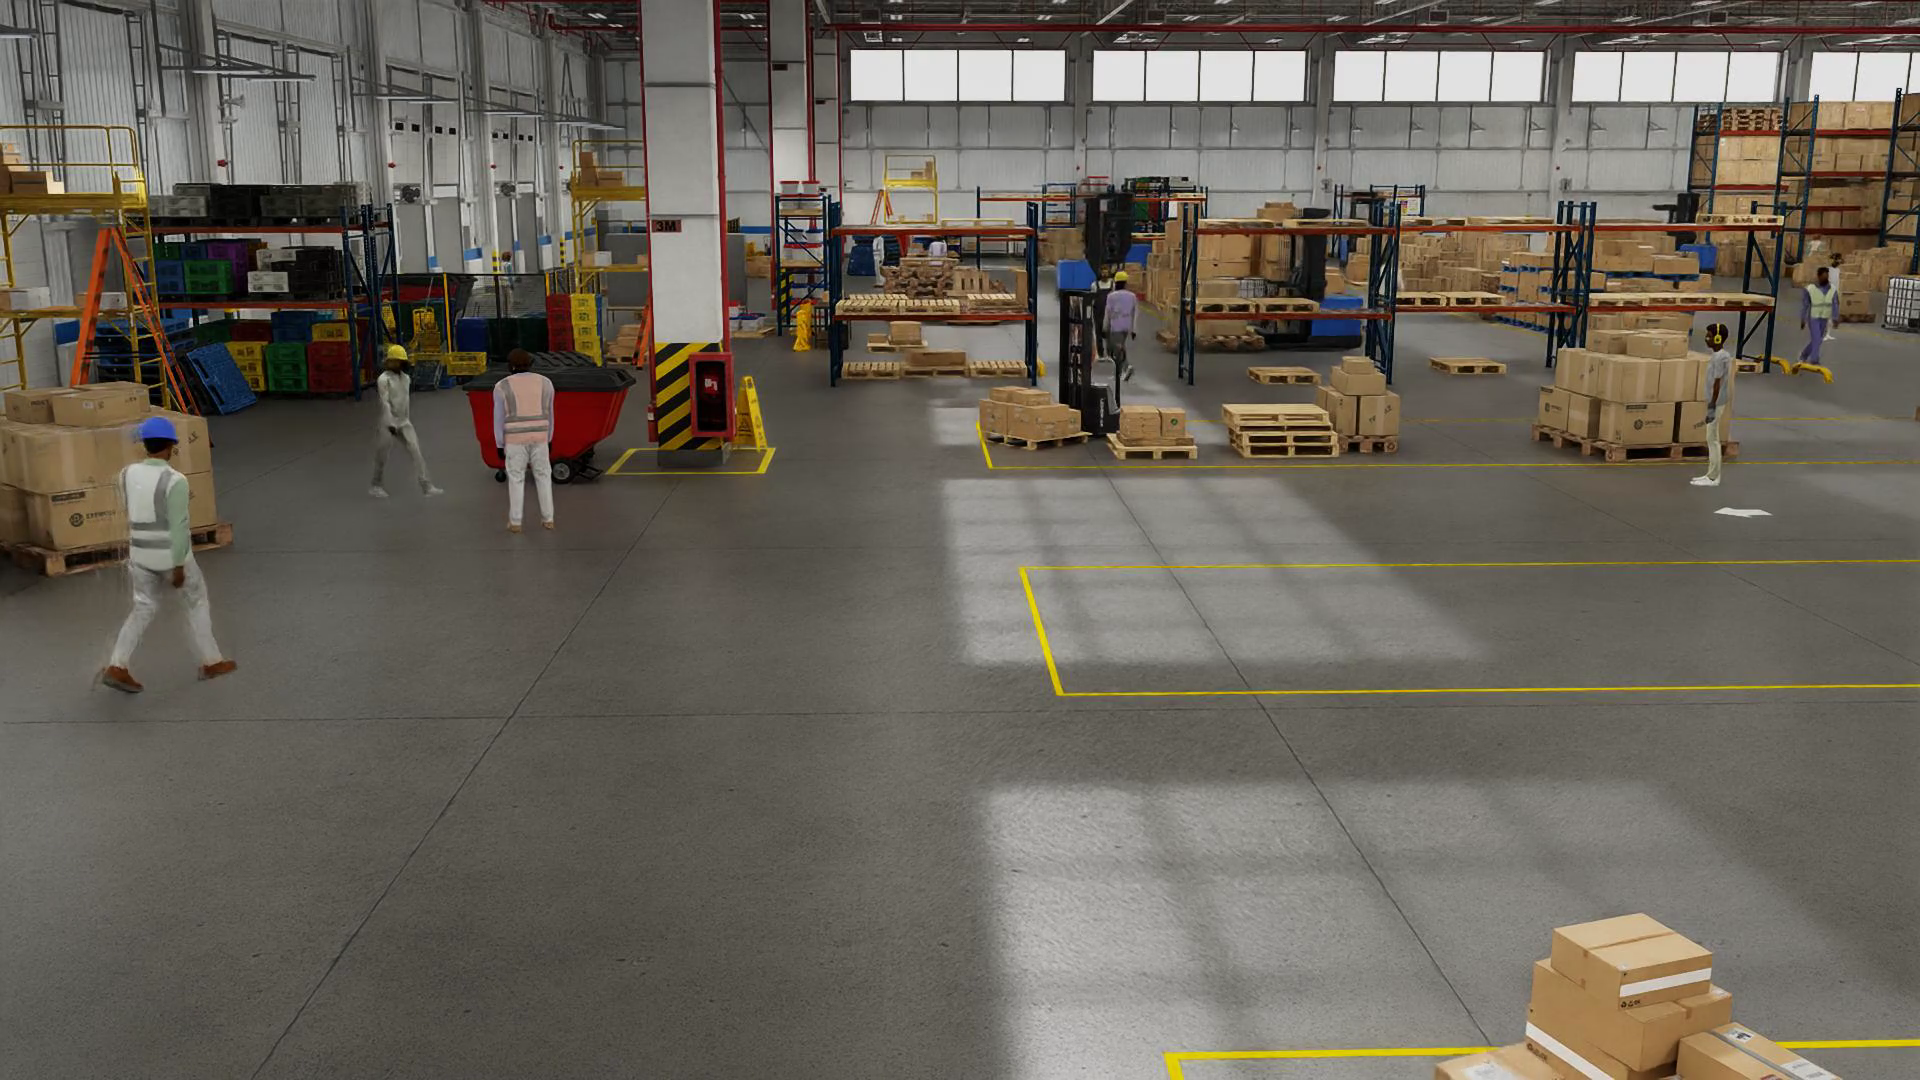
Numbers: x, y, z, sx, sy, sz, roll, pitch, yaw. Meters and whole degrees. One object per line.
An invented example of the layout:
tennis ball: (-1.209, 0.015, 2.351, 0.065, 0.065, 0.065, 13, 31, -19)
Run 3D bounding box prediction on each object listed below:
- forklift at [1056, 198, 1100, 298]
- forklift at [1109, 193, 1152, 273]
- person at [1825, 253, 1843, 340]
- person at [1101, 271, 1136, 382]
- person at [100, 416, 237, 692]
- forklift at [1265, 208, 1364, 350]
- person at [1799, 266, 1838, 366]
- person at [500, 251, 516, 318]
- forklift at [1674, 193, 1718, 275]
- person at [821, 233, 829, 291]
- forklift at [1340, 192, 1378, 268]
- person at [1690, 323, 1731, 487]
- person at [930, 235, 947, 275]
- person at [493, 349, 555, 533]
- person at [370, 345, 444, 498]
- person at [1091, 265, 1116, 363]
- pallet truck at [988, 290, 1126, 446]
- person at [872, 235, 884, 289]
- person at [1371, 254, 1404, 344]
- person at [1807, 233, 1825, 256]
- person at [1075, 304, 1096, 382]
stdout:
forklift: (3.703, -8.210, 46.787, 1.873, 2.768, 1.129, 0, 12, -2)
forklift: (5.681, -10.456, 56.928, 1.873, 2.768, 1.129, 0, 12, -2)
person: (18.582, -5.185, 35.505, 0.580, 1.851, 0.398, -7, 14, -29)
person: (2.759, -3.628, 28.322, 0.593, 1.901, 0.706, -8, 15, -32)
person: (-5.562, 0.110, 11.477, 0.593, 1.902, 0.874, 4, 13, 19)
forklift: (7.139, -5.277, 33.546, 1.873, 2.768, 1.129, 0, 12, -2)
person: (15.506, -4.016, 30.125, 0.592, 1.889, 0.850, -2, 13, -7)
person: (-11.108, -6.258, 40.825, 0.323, 1.632, 0.524, -9, 16, -36)
forklift: (24.905, -10.475, 57.016, 1.129, 2.768, 1.873, -9, 16, -37)
person: (-3.542, -7.248, 44.583, 0.347, 1.943, 0.544, -7, 14, -27)
forklift: (14.659, -11.270, 60.605, 1.129, 2.768, 1.873, 0, 12, -2)
person: (8.600, -1.536, 18.996, 0.328, 1.861, 0.503, 5, 14, 22)
person: (-0.637, -7.957, 47.824, 0.550, 1.920, 0.642, 6, 14, 27)
person: (-4.343, -0.988, 16.593, 0.620, 1.837, 0.430, -8, 15, -31)
person: (-6.159, -1.282, 18.220, 0.918, 1.693, 0.501, 6, 14, 27)
person: (2.693, -4.226, 31.212, 0.521, 1.820, 0.718, 0, 12, -1)
pallet truck: (1.257, -2.299, 22.111, 1.885, 1.965, 0.823, -9, 15, -35)
person: (-2.514, -8.677, 51.202, 0.348, 1.878, 0.578, -6, 14, -24)
person: (8.883, -5.022, 34.696, 0.652, 1.880, 1.000, 9, 15, 34)
person: (27.430, -9.022, 53.312, 0.373, 1.623, 0.510, -11, 17, -41)
person: (1.810, -2.579, 24.060, 0.318, 1.697, 0.533, 0, 12, -1)
